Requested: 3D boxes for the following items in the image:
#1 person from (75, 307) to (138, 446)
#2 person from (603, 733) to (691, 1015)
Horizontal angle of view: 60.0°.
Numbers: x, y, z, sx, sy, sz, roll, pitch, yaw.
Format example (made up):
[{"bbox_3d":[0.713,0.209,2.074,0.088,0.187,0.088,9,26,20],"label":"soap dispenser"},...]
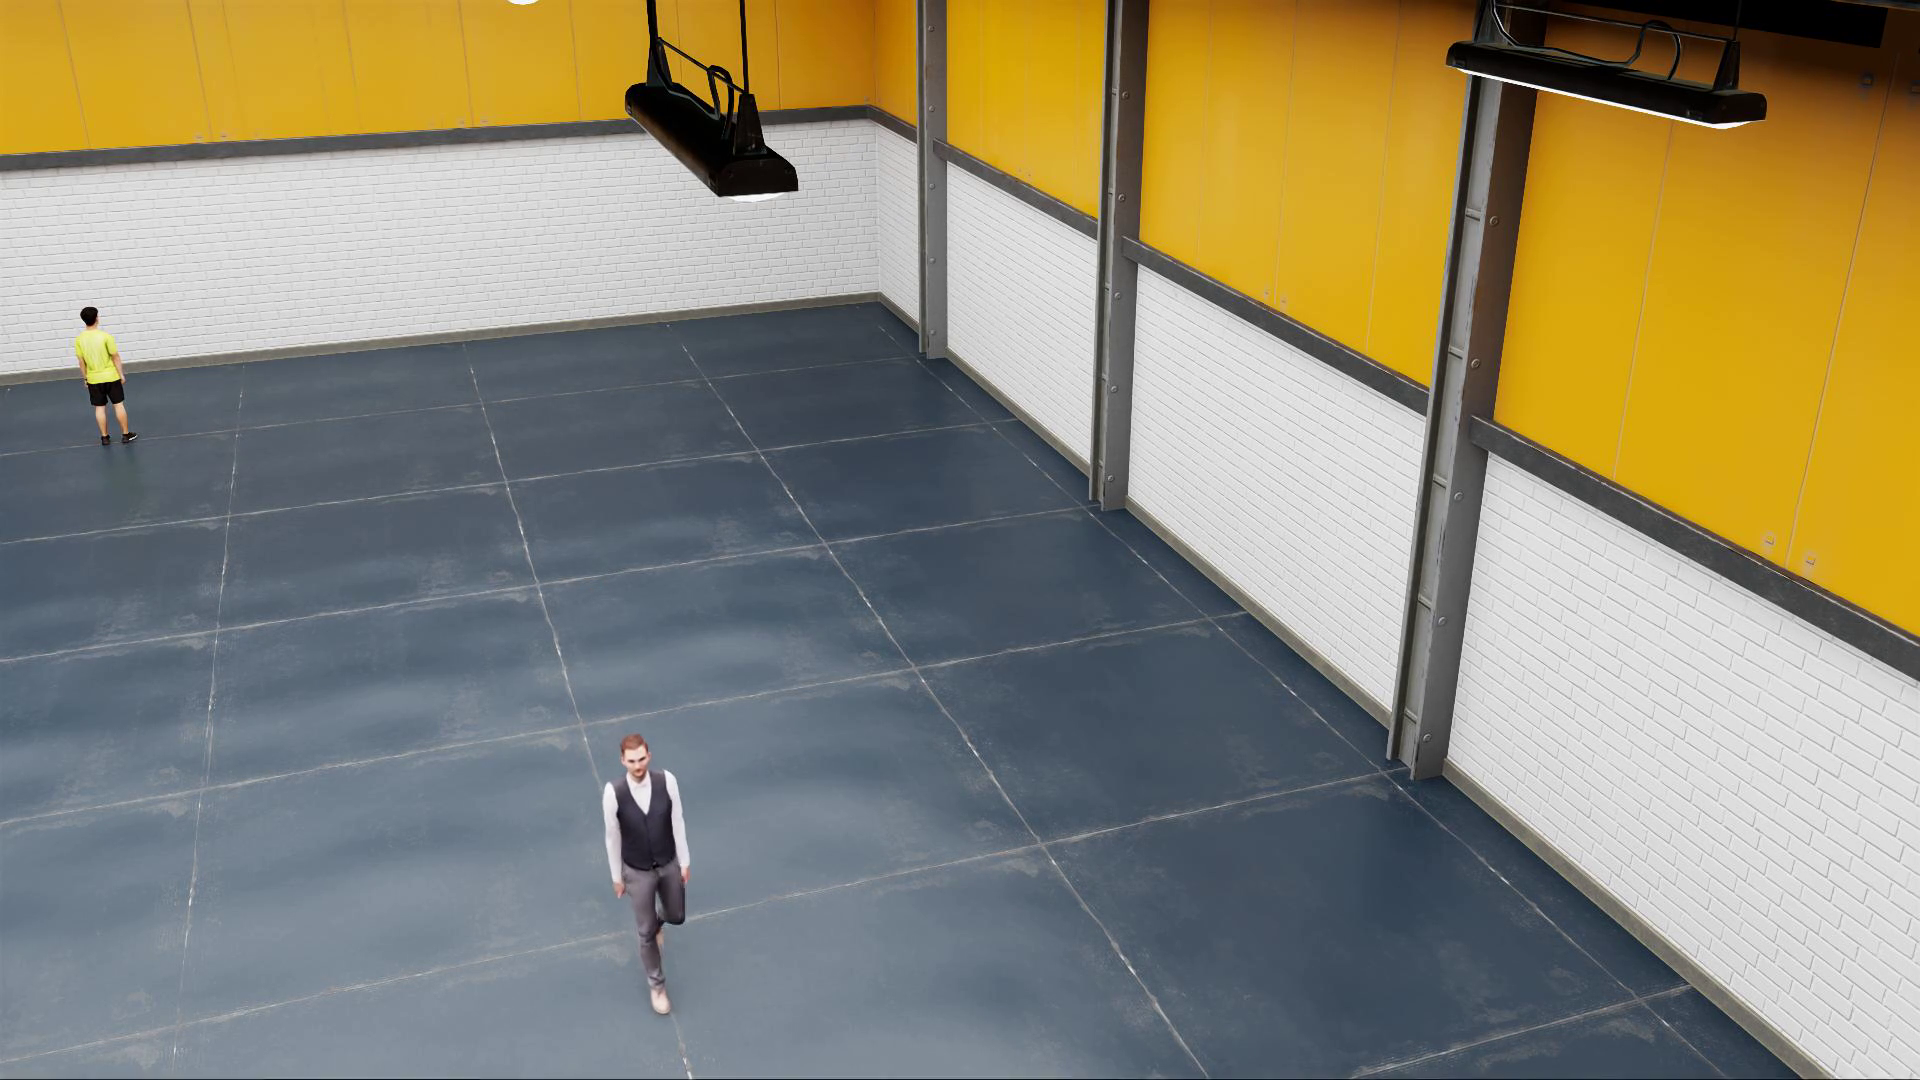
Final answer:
[{"bbox_3d":[-10.437,-2.004,20.249,0.636,1.709,0.560,-6,24,-13],"label":"person"},{"bbox_3d":[-2.010,2.050,10.708,0.706,1.922,0.968,-10,26,-22],"label":"person"}]
